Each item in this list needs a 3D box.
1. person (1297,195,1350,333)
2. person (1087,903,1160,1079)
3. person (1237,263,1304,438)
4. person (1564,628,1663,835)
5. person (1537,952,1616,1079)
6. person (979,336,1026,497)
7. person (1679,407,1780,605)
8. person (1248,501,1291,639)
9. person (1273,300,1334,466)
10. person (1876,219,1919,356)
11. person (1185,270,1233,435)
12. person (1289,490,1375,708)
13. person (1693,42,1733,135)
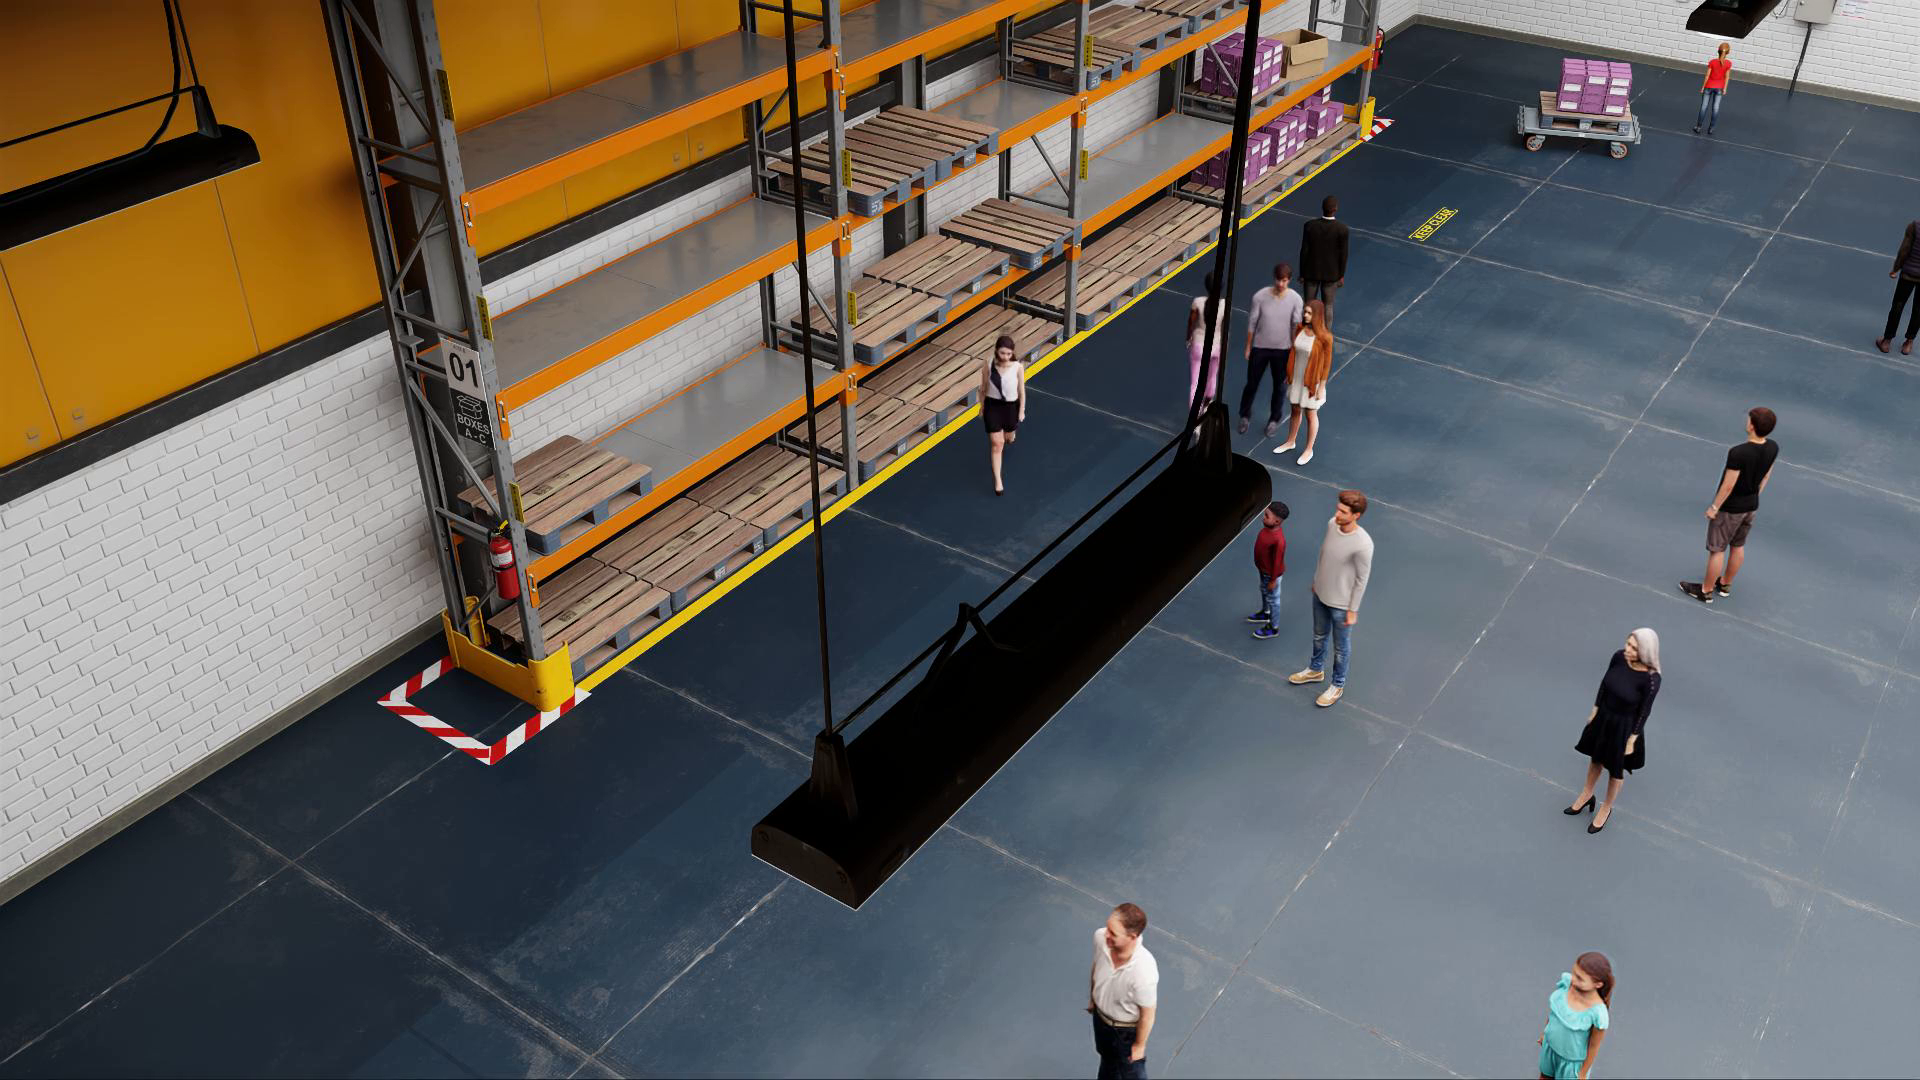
[{"bbox_3d":[3.936,-2.891,18.087,0.722,1.800,0.675,9,35,14],"label":"person"},{"bbox_3d":[0.947,2.748,9.555,0.729,1.855,0.741,-17,37,-24],"label":"person"},{"bbox_3d":[3.135,-1.933,16.611,0.773,1.838,0.764,8,34,11],"label":"person"},{"bbox_3d":[4.643,1.335,11.777,0.712,1.747,0.691,-15,37,-22],"label":"person"},{"bbox_3d":[3.490,2.933,9.544,0.680,1.558,0.637,-10,35,-15],"label":"person"},{"bbox_3d":[0.399,-1.246,15.776,0.928,1.619,1.068,2,34,4],"label":"person"},{"bbox_3d":[6.603,-0.300,14.133,0.713,1.862,0.824,-13,36,-19],"label":"person"},{"bbox_3d":[2.606,0.226,13.893,0.636,1.253,0.573,-5,34,-7],"label":"person"},{"bbox_3d":[3.379,-1.567,16.165,0.654,1.723,0.679,-25,41,-32],"label":"person"},{"bbox_3d":[10.420,-2.897,18.065,0.757,1.836,0.687,10,35,15],"label":"person"},{"bbox_3d":[2.447,-1.859,16.615,0.906,1.712,1.120,3,34,4],"label":"person"},{"bbox_3d":[2.951,0.426,13.002,0.742,1.905,0.753,-17,37,-23],"label":"person"},{"bbox_3d":[10.883,-6.523,23.993,0.551,1.310,0.575,9,35,14],"label":"person"}]
